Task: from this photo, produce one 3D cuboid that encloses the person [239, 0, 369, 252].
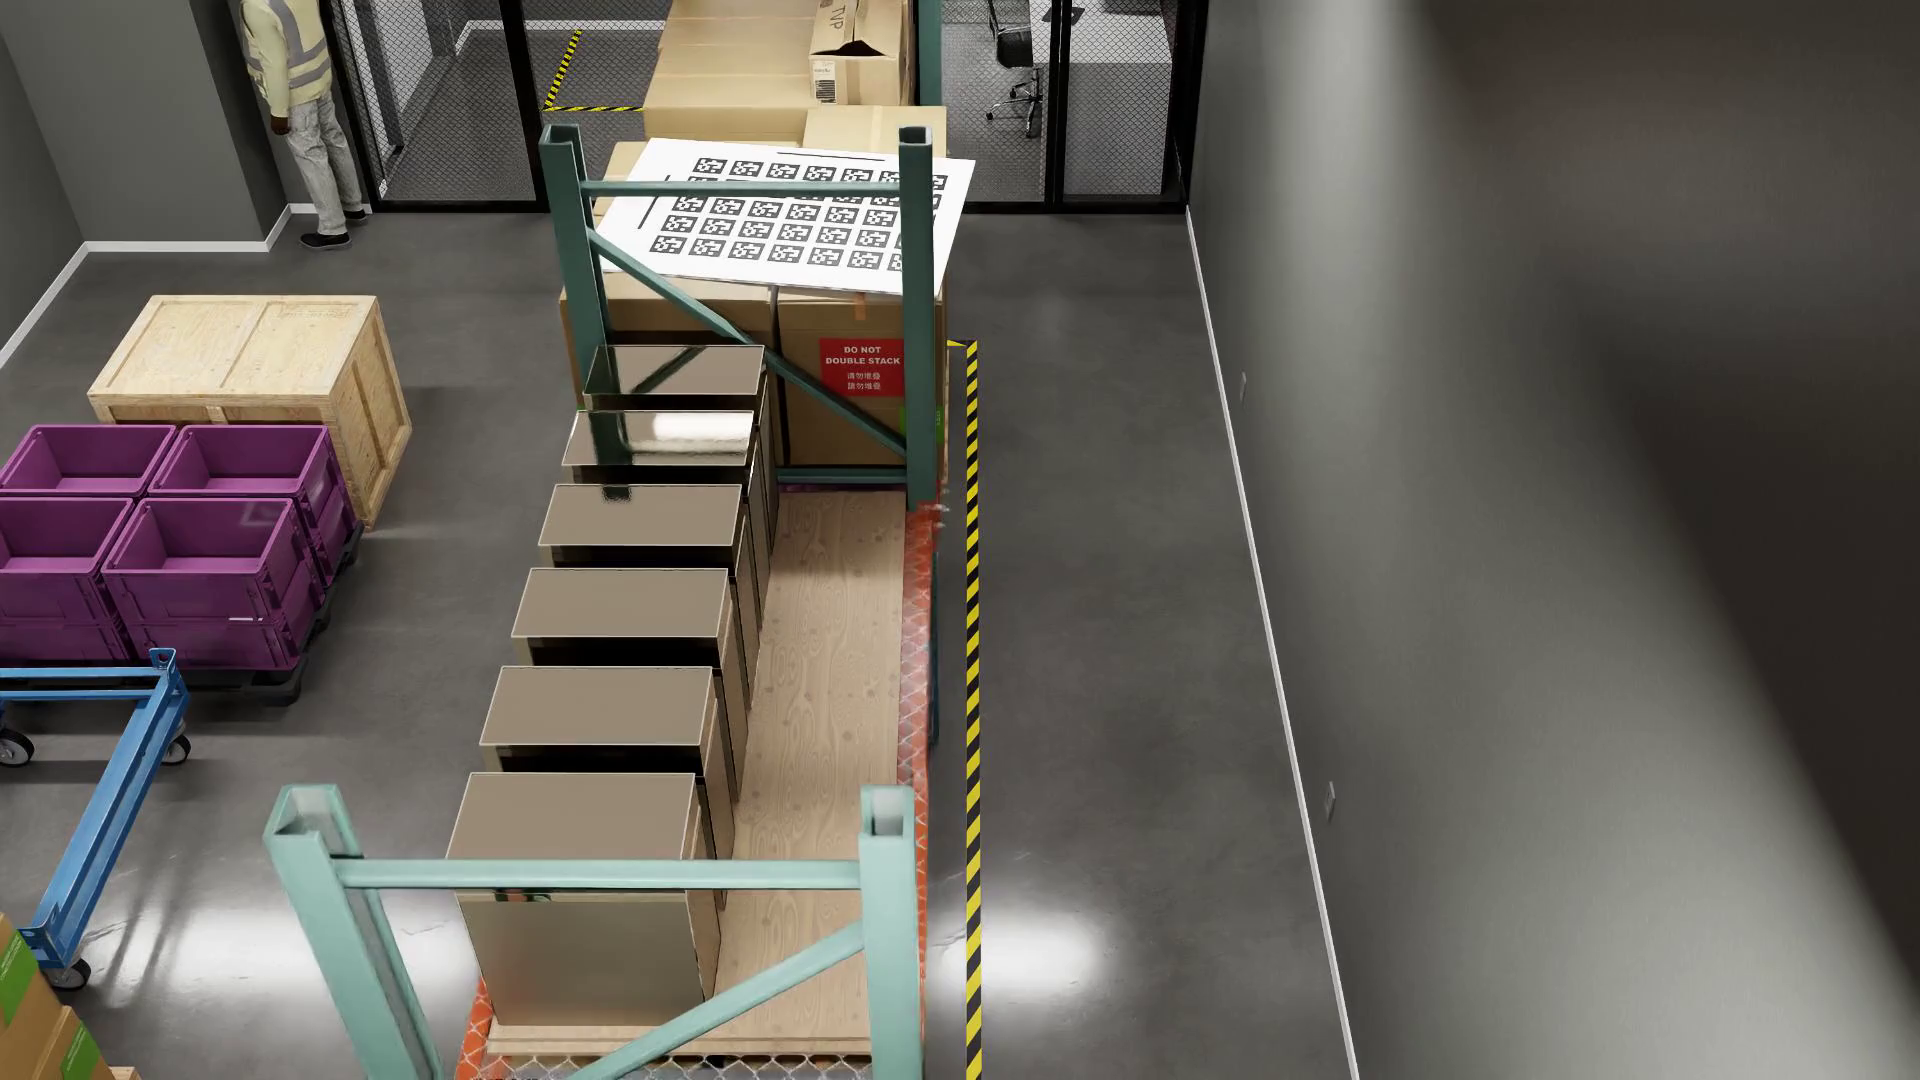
[{"bbox_3d":[-3.482,-2.392,8.700,0.404,1.830,0.602,5,41,5],"label":"person"}]
